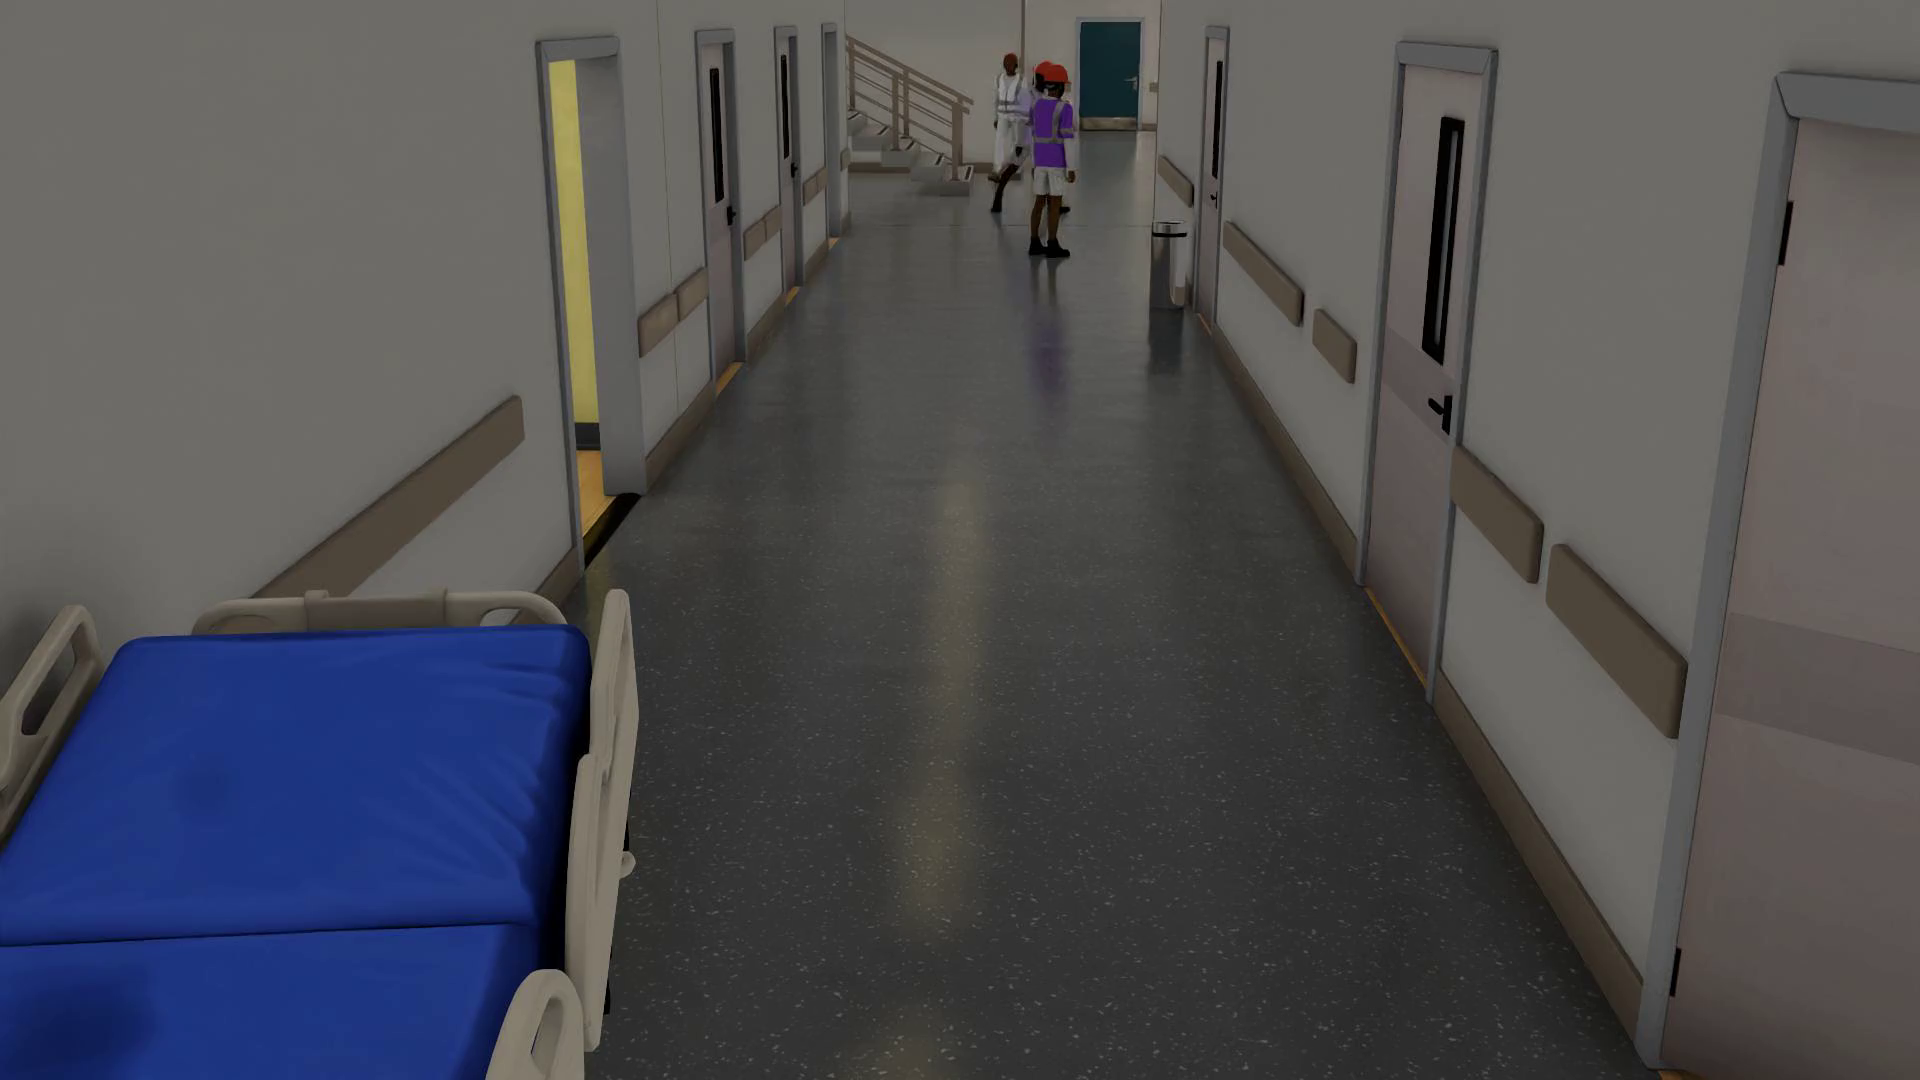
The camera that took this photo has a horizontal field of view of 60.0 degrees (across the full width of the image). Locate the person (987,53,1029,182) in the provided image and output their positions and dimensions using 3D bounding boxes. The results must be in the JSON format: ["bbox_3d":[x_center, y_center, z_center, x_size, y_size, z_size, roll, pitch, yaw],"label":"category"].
[{"bbox_3d":[0.699,-6.204,24.507,0.601,1.840,0.924,8,20,25],"label":"person"}]

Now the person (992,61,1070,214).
[{"bbox_3d":[0.838,-4.996,20.716,1.076,1.867,0.598,14,23,38],"label":"person"}]

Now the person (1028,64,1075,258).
[{"bbox_3d":[0.957,-3.876,17.057,0.545,1.928,0.390,17,24,42],"label":"person"}]
